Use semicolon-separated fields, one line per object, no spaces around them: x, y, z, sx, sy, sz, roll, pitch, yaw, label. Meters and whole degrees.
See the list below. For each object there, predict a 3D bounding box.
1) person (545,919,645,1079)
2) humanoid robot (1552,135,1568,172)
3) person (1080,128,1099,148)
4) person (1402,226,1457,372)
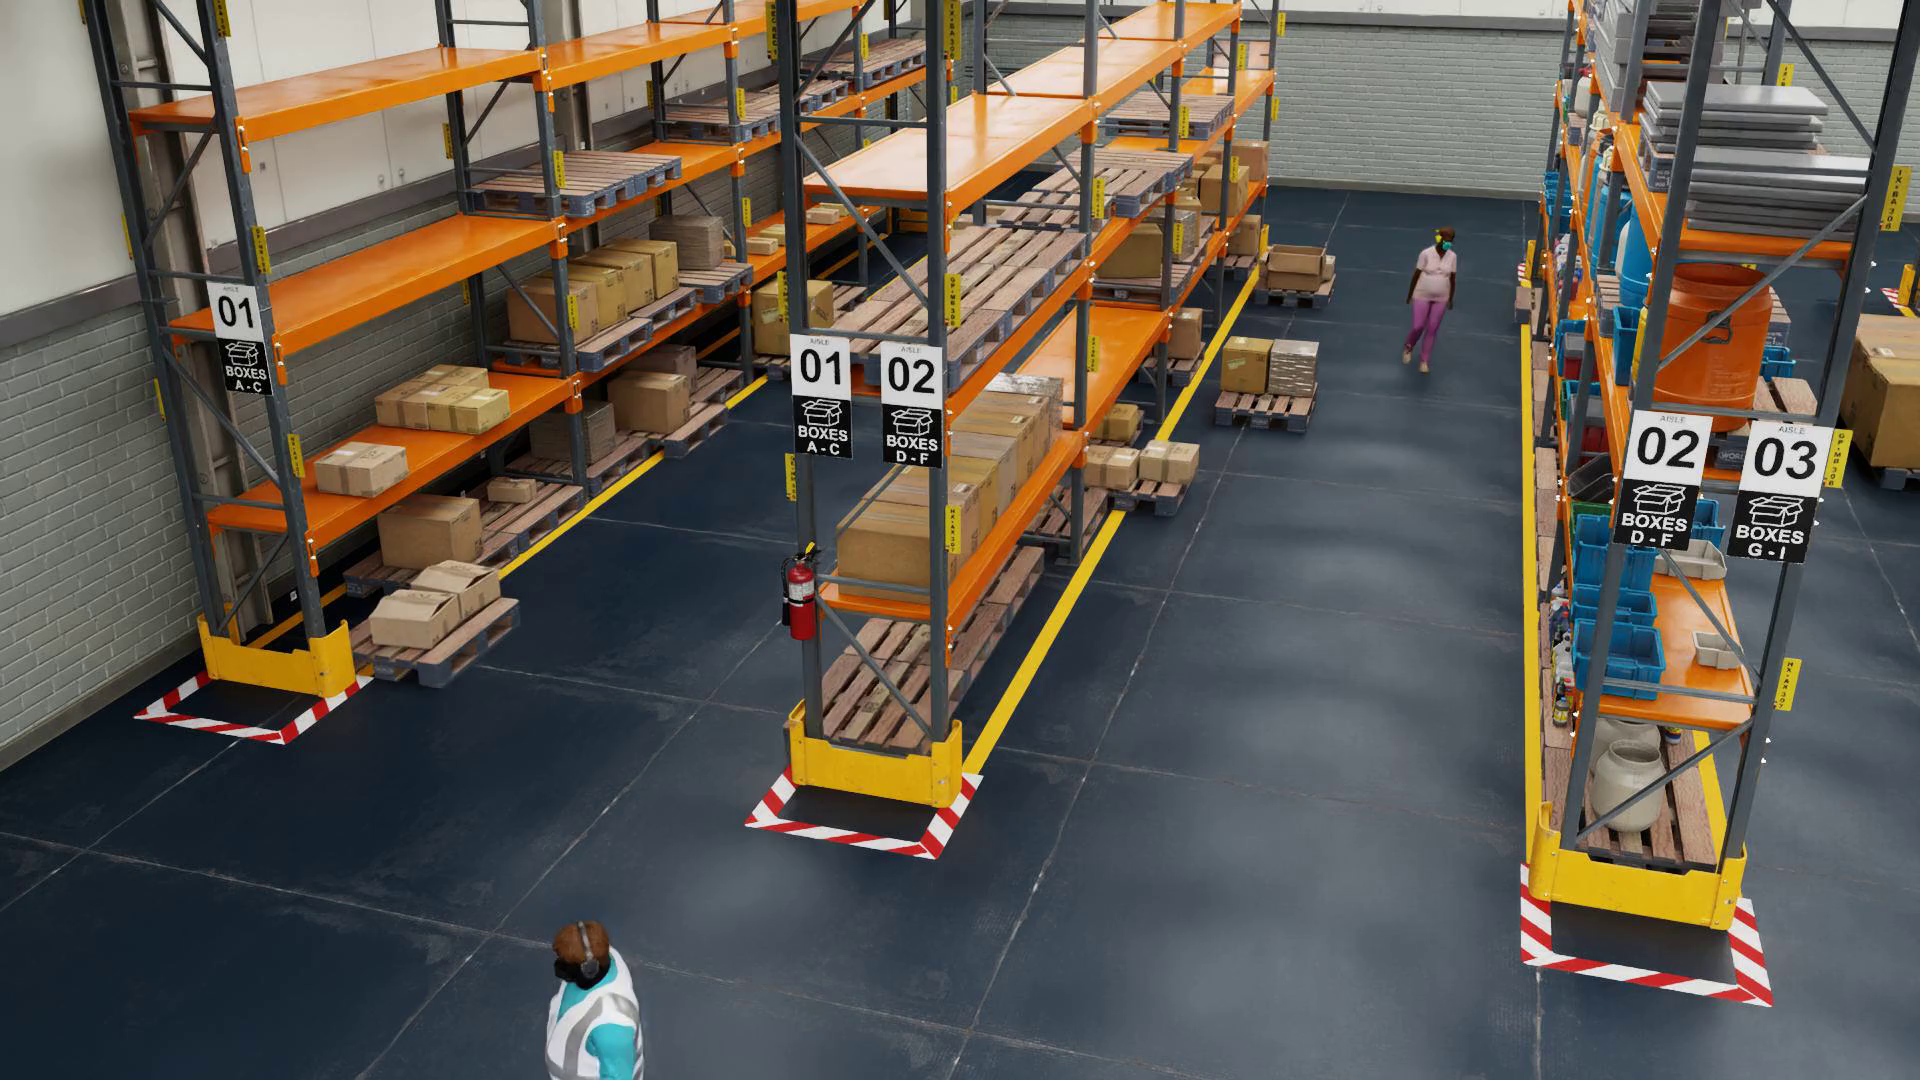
-1.647;2.462;7.517;0.815;1.810;0.623;-7;24;-16;person
9.650;-5.656;26.584;0.589;1.651;0.751;-18;29;-36;humanoid robot
2.141;-5.967;27.218;0.521;1.678;0.483;5;24;12;person
5.648;-2.887;19.966;0.545;1.772;0.399;1;23;1;person
